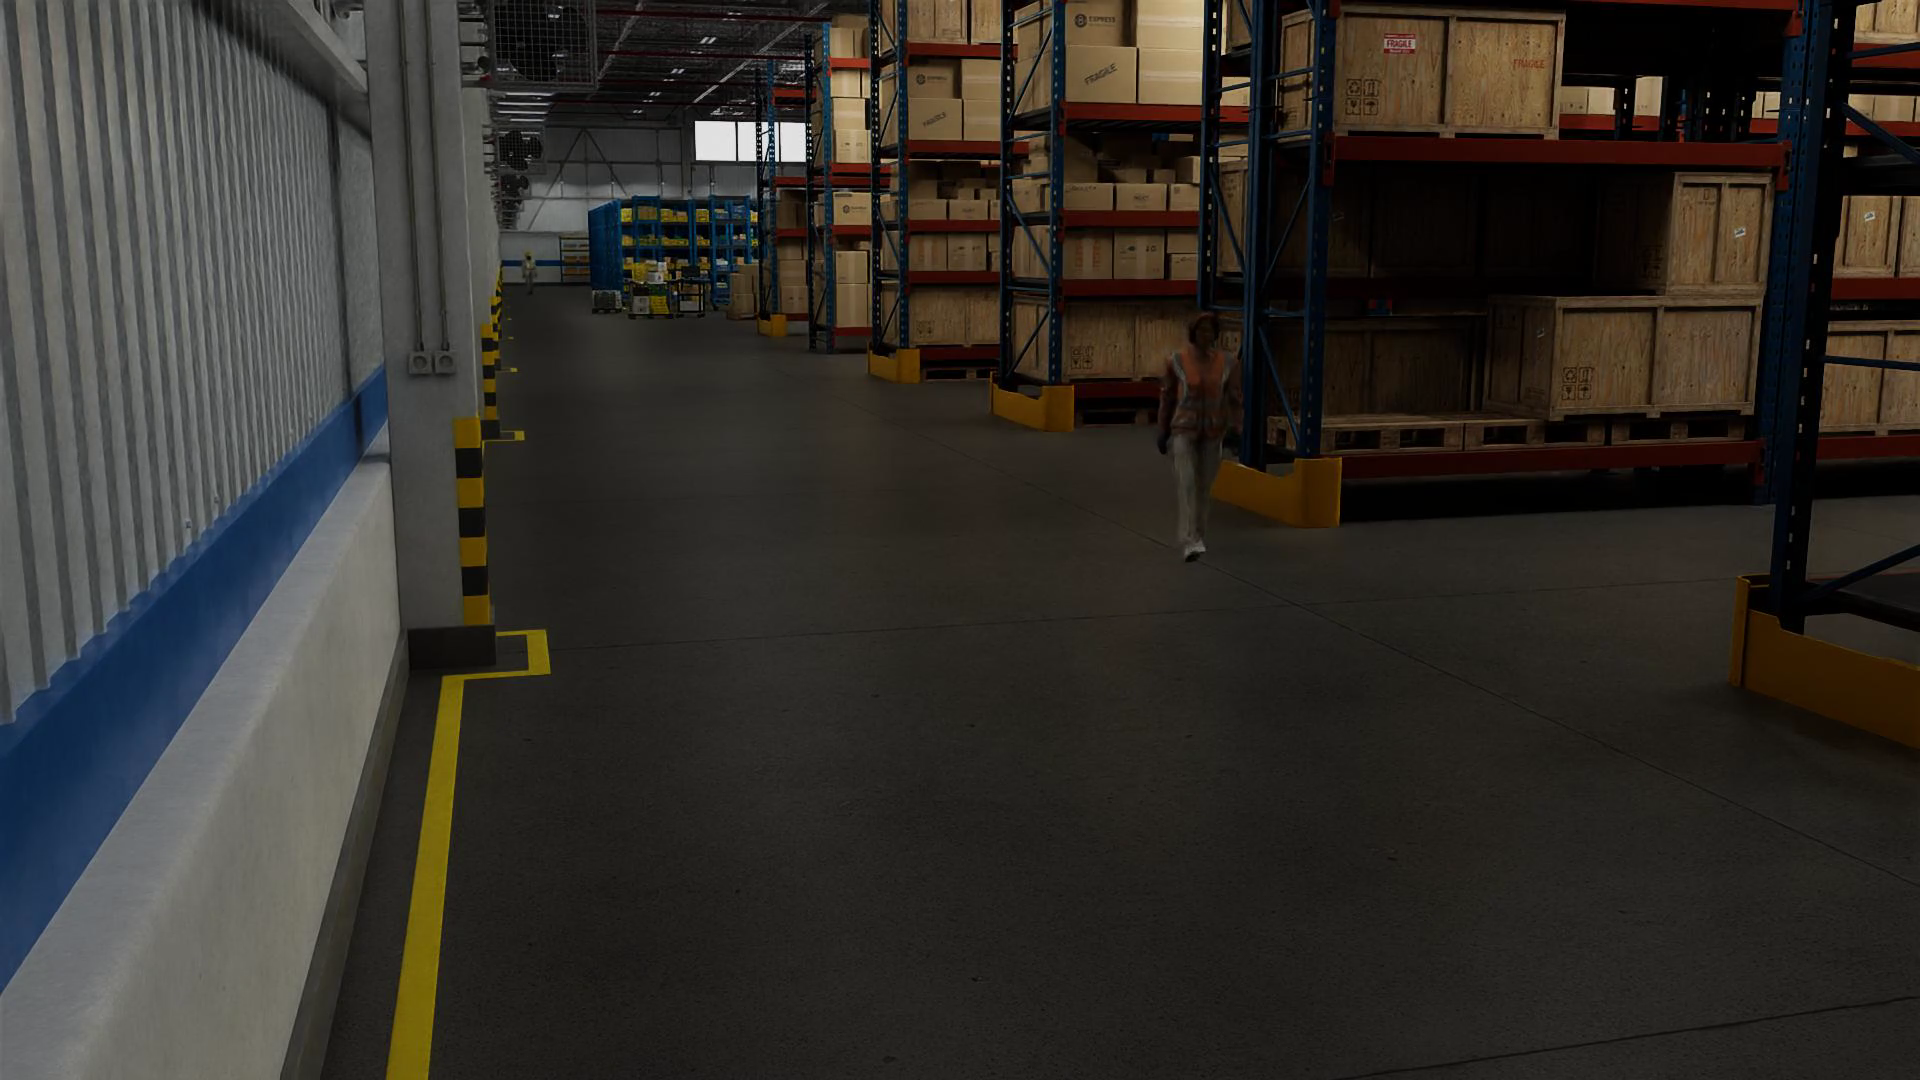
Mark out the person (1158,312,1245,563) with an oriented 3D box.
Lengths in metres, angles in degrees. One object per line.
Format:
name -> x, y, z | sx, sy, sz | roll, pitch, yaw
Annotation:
person -> 1.555, -0.652, 10.691 | 0.527, 1.594, 0.848 | -1, 10, -3

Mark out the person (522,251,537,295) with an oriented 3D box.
person -> -17.977, -11.143, 69.477 | 0.614, 1.813, 0.432 | -6, 12, -32
